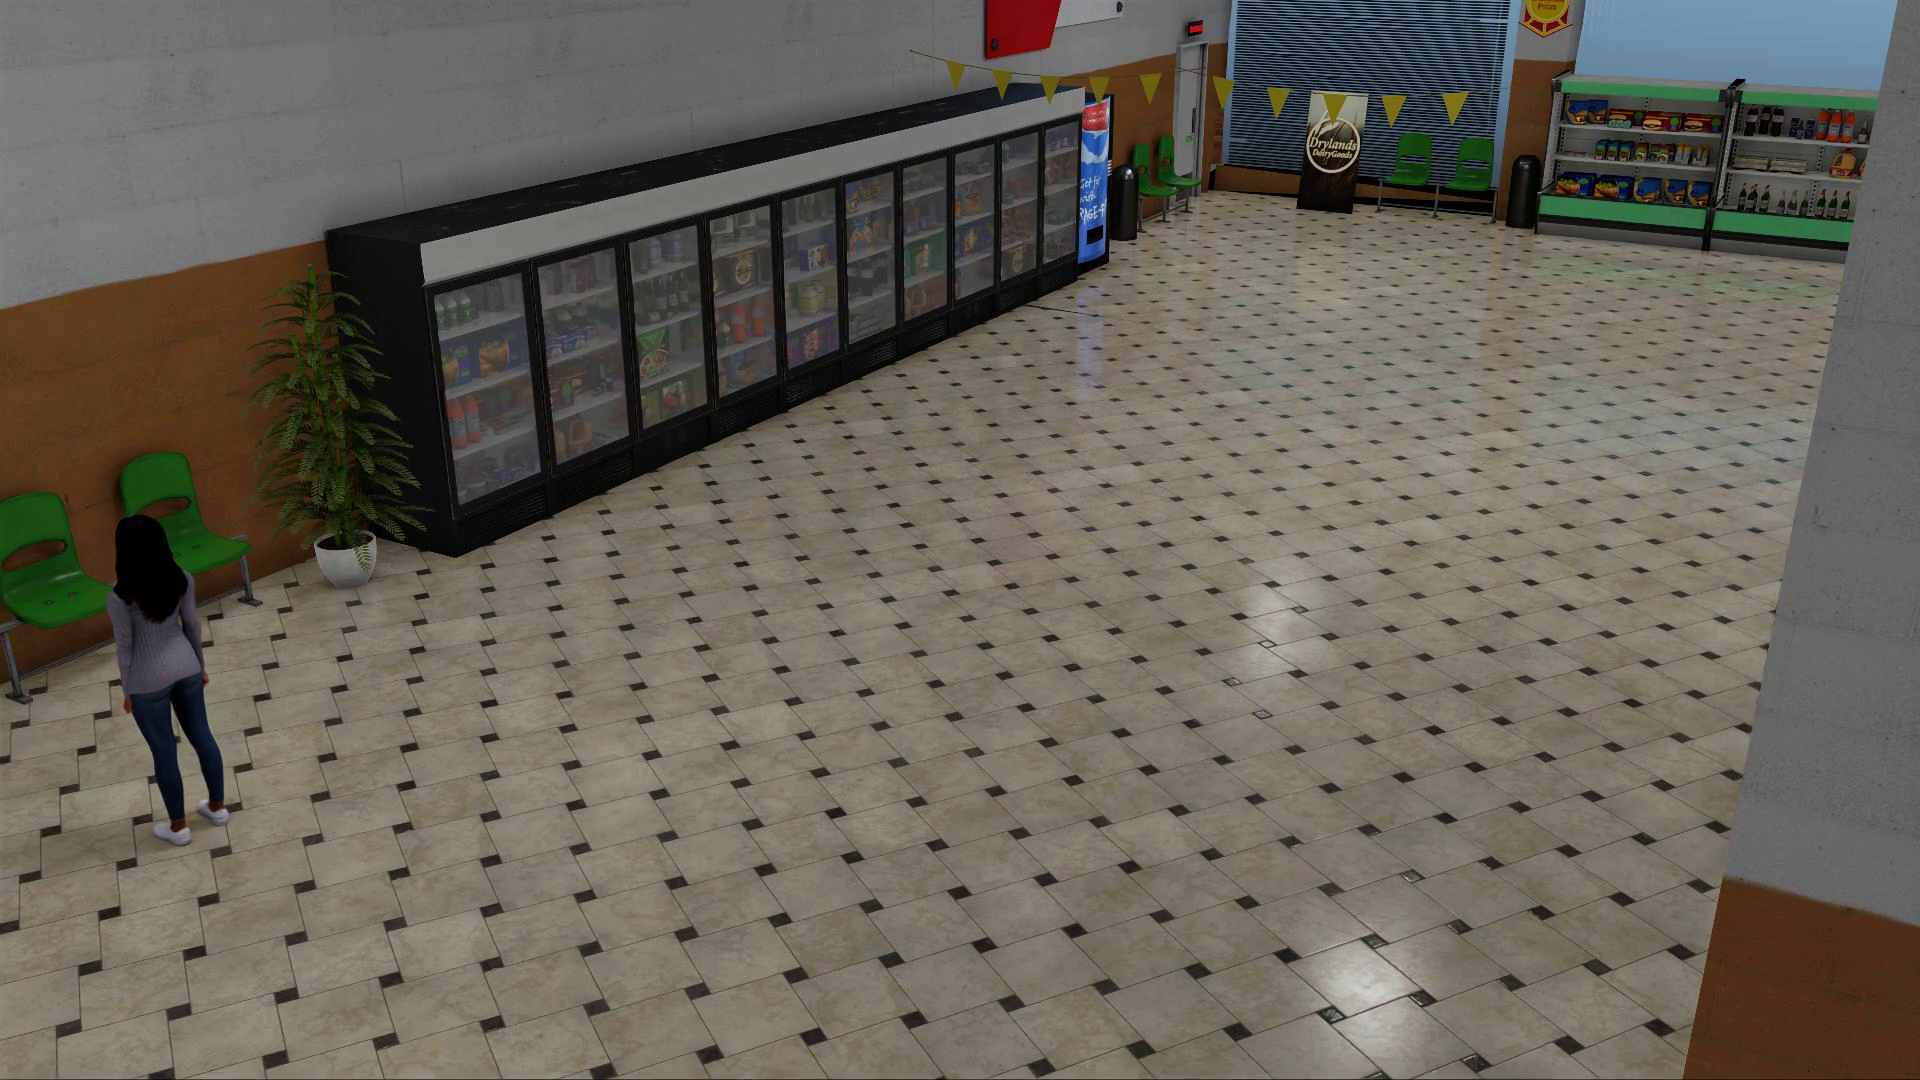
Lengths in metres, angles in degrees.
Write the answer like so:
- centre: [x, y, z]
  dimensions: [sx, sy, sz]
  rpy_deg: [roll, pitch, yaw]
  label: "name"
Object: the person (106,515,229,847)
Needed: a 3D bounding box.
- centre: [-3.981, 0.698, 8.352]
  dimensions: [0.524, 1.735, 0.601]
  rpy_deg: [14, 26, 31]
  label: "person"
